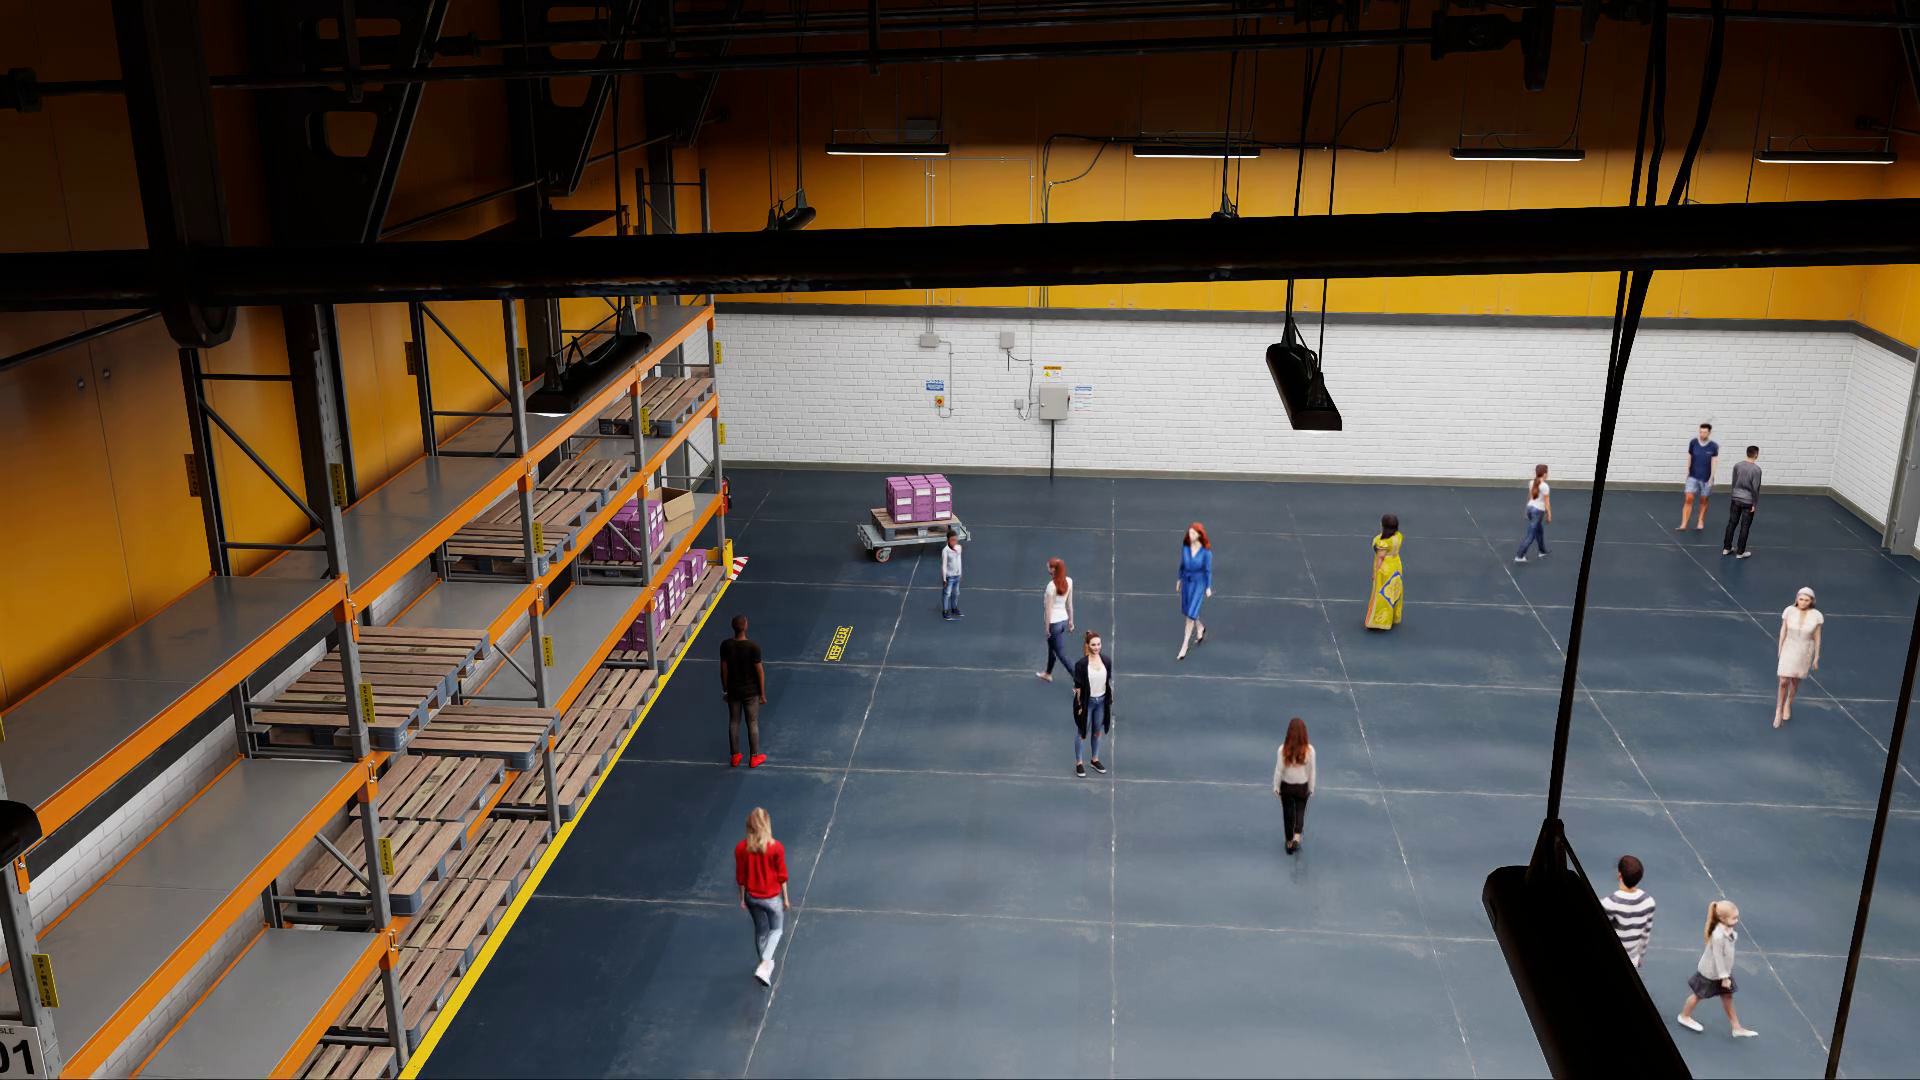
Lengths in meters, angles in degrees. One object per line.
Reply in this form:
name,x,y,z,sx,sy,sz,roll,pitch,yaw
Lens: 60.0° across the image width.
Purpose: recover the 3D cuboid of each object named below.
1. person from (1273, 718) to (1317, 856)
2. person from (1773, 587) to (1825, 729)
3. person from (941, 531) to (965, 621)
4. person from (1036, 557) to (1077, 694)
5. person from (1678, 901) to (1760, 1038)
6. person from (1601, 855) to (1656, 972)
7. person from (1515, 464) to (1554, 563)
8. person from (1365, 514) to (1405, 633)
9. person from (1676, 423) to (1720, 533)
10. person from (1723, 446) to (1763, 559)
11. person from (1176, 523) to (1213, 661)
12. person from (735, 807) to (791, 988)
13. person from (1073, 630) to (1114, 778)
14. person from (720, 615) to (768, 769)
person,3.388,2.524,16.786,0.553,1.481,0.526,2,19,5
person,9.998,1.364,19.866,0.804,1.714,0.962,9,20,24
person,-0.117,0.468,23.238,0.561,1.259,0.619,-14,23,-35
person,1.280,1.089,20.697,1.092,1.704,1.118,-16,25,-40
person,6.283,3.589,13.988,0.829,1.249,0.872,-17,25,-40
person,5.350,3.425,13.531,0.705,1.852,0.645,-4,19,-12
person,8.747,-0.384,25.358,0.909,1.522,1.046,-7,20,-21
person,5.832,0.425,22.738,0.987,1.660,1.061,-17,25,-41
person,11.982,-1.025,26.827,1.002,1.798,1.154,12,22,33
person,12.074,-0.603,25.630,0.757,1.763,0.684,-13,23,-34
person,3.116,0.637,21.898,1.003,1.794,1.124,17,25,40
person,-1.734,3.167,14.542,0.659,1.695,0.848,3,19,9
person,1.468,1.811,18.587,0.711,1.684,0.706,-7,20,-19
person,-2.455,1.694,18.744,0.667,1.805,0.548,3,19,10
